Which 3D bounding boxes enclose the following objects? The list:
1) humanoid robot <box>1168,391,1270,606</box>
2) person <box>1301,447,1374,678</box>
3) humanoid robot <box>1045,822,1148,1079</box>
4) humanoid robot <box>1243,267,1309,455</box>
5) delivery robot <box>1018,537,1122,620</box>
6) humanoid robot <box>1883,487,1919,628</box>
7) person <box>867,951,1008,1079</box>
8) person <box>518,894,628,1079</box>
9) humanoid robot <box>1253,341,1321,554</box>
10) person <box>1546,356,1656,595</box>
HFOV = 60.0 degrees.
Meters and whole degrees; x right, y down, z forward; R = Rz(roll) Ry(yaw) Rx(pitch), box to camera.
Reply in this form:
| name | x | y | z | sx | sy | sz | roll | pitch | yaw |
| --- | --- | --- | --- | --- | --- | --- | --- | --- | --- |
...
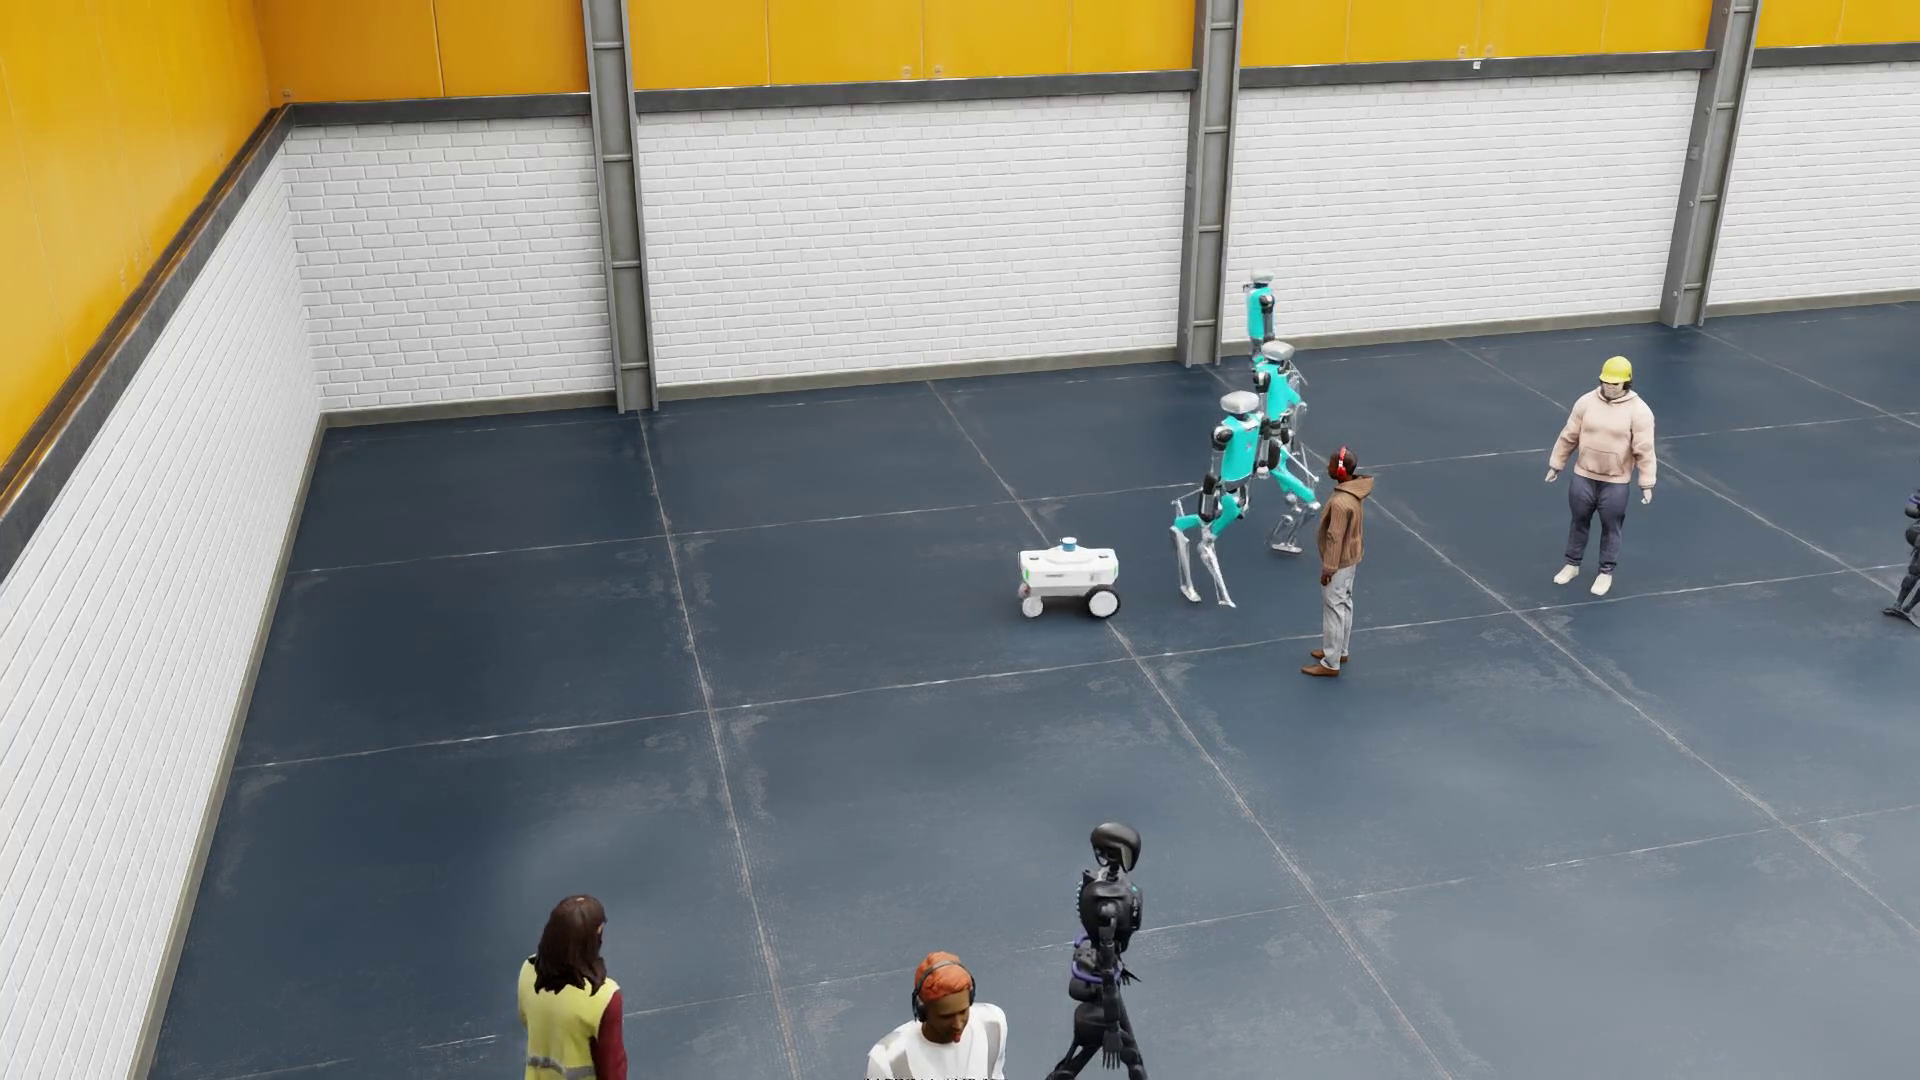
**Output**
| name | x | y | z | sx | sy | sz | roll | pitch | yaw |
| --- | --- | --- | --- | --- | --- | --- | --- | --- | --- |
| humanoid robot | 1.812 | -0.305 | 12.245 | 0.546 | 1.772 | 0.826 | -19 | 30 | -37 |
| person | 2.579 | 0.151 | 11.309 | 0.325 | 1.647 | 0.462 | 10 | 26 | 22 |
| humanoid robot | 0.636 | 1.948 | 7.257 | 0.831 | 1.619 | 0.602 | 3 | 24 | 8 |
| humanoid robot | 2.952 | -1.627 | 15.257 | 0.799 | 1.787 | 0.530 | -5 | 24 | -11 |
| delivery robot | 0.811 | 0.268 | 12.386 | 0.782 | 0.586 | 0.499 | -2 | 24 | -4 |
| humanoid robot | 7.001 | -0.153 | 11.959 | 0.360 | 1.651 | 0.610 | 21 | 31 | 39 |
| person | -0.068 | 2.306 | 6.123 | 0.574 | 1.881 | 0.353 | -14 | 27 | -29 |
| person | -1.485 | 2.174 | 6.578 | 0.491 | 1.756 | 0.434 | 10 | 26 | 22 |
| humanoid robot | 2.633 | -0.627 | 13.025 | 0.757 | 1.831 | 0.547 | 13 | 27 | 27 |
| person | 4.850 | -0.504 | 12.539 | 0.791 | 1.859 | 0.430 | 17 | 29 | 34 |
